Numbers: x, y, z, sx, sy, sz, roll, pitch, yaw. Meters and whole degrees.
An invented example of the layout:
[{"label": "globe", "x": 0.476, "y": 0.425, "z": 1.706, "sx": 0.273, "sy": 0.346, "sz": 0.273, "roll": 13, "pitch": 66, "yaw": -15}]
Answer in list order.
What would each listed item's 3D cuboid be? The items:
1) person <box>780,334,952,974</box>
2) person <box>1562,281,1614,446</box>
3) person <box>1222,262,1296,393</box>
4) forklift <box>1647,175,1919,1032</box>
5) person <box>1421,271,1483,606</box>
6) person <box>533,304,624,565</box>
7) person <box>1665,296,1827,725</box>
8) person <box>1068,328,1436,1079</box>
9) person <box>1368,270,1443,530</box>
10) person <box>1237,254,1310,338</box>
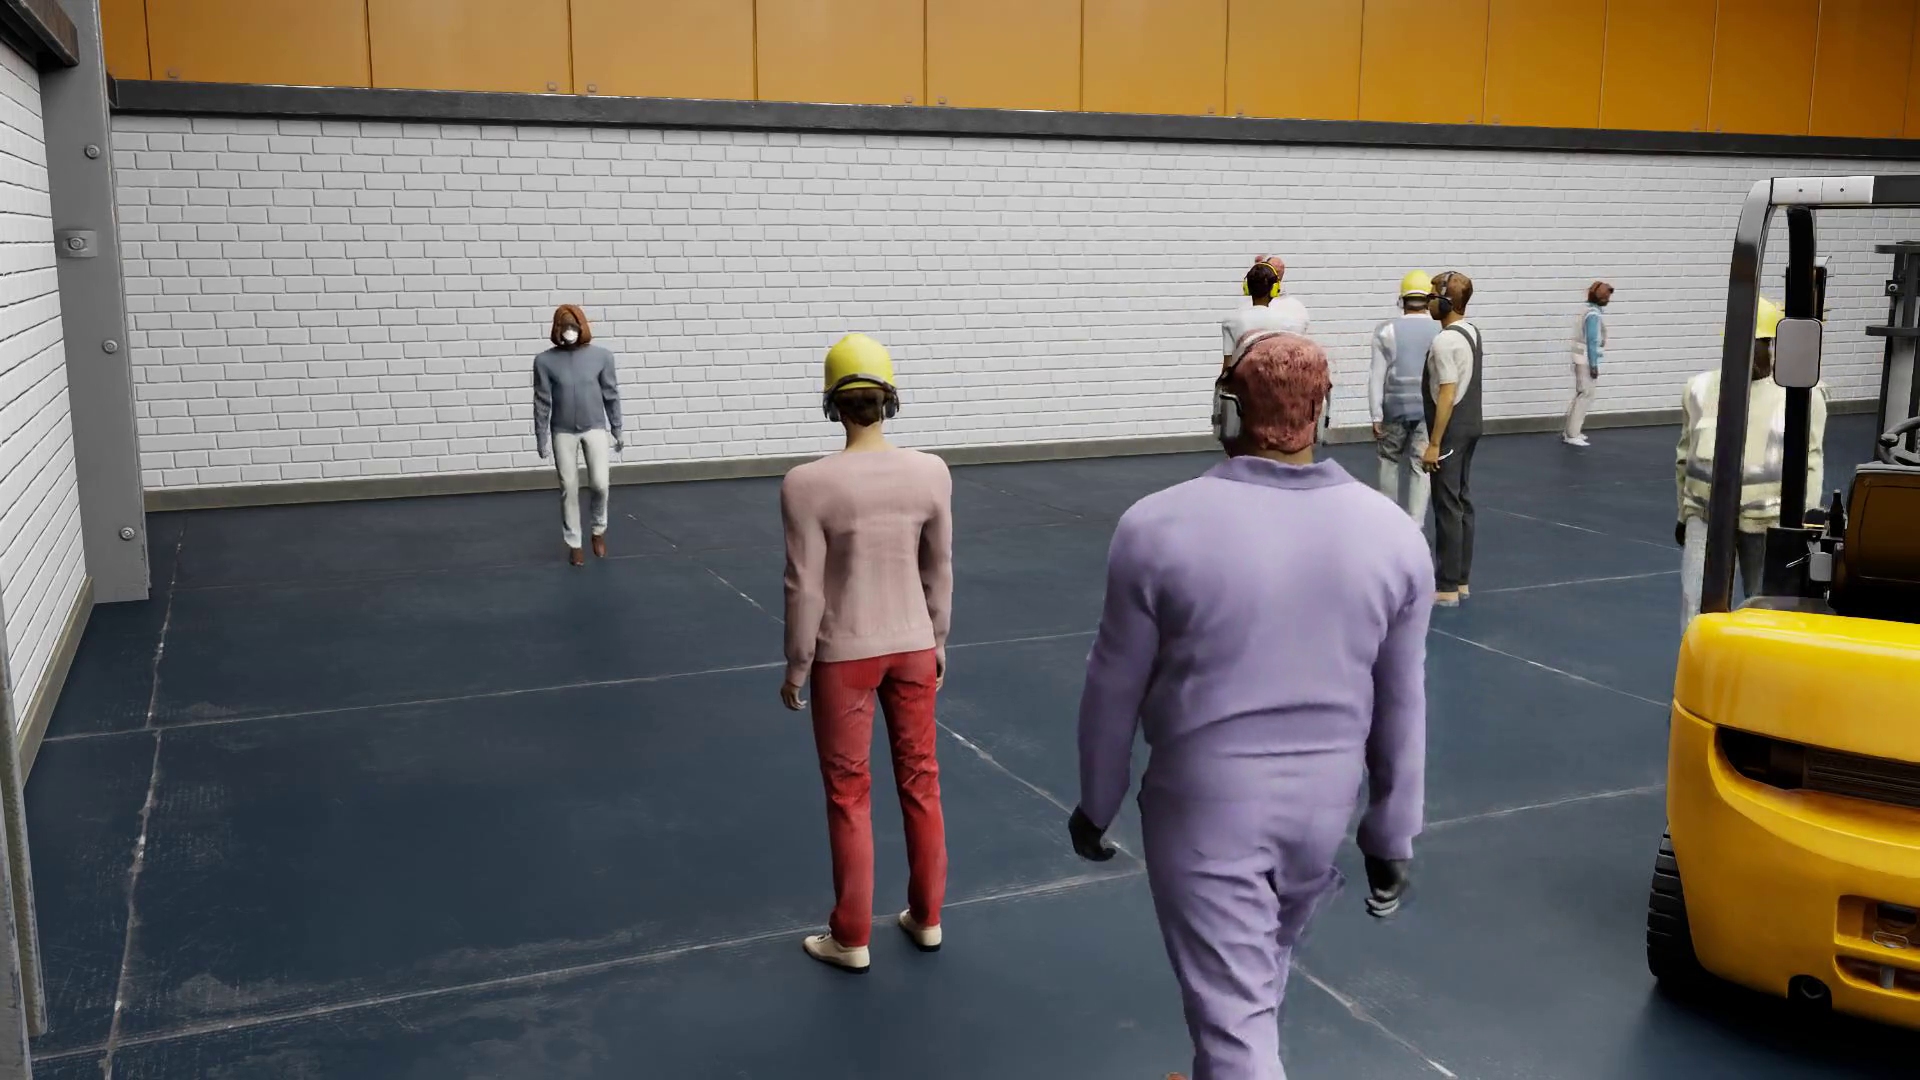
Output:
[{"label": "person", "x": -0.262, "y": 0.317, "z": 4.621, "sx": 0.527, "sy": 1.765, "sz": 0.329, "roll": -6, "pitch": 12, "yaw": -30}, {"label": "person", "x": 6.139, "y": -1.718, "z": 16.248, "sx": 0.406, "sy": 1.611, "sz": 0.553, "roll": 4, "pitch": 11, "yaw": 23}, {"label": "person", "x": 1.956, "y": -0.870, "z": 10.895, "sx": 0.512, "sy": 1.862, "sz": 0.329, "roll": 4, "pitch": 11, "yaw": 19}, {"label": "forklift", "x": 2.810, "y": 0.094, "z": 4.662, "sx": 1.214, "sy": 2.155, "sz": 2.313, "roll": 7, "pitch": 12, "yaw": 34}, {"label": "person", "x": 2.695, "y": -0.553, "z": 9.190, "sx": 0.348, "sy": 1.846, "sz": 0.506, "roll": 7, "pitch": 12, "yaw": 34}, {"label": "person", "x": -2.359, "y": -0.648, "z": 10.296, "sx": 0.546, "sy": 1.621, "sz": 0.352, "roll": -2, "pitch": 11, "yaw": -14}, {"label": "person", "x": 3.336, "y": -0.138, "z": 7.057, "sx": 0.604, "sy": 1.796, "sz": 0.910, "roll": 9, "pitch": 14, "yaw": 41}, {"label": "person", "x": 0.574, "y": 0.524, "z": 3.242, "sx": 0.646, "sy": 1.860, "sz": 1.027, "roll": -3, "pitch": 11, "yaw": -16}, {"label": "person", "x": 2.991, "y": -0.862, "z": 10.987, "sx": 0.598, "sy": 1.811, "sz": 0.622, "roll": 2, "pitch": 11, "yaw": 12}, {"label": "person", "x": 2.078, "y": -0.991, "z": 11.418, "sx": 0.649, "sy": 1.913, "sz": 0.409, "roll": -7, "pitch": 13, "yaw": -35}]
